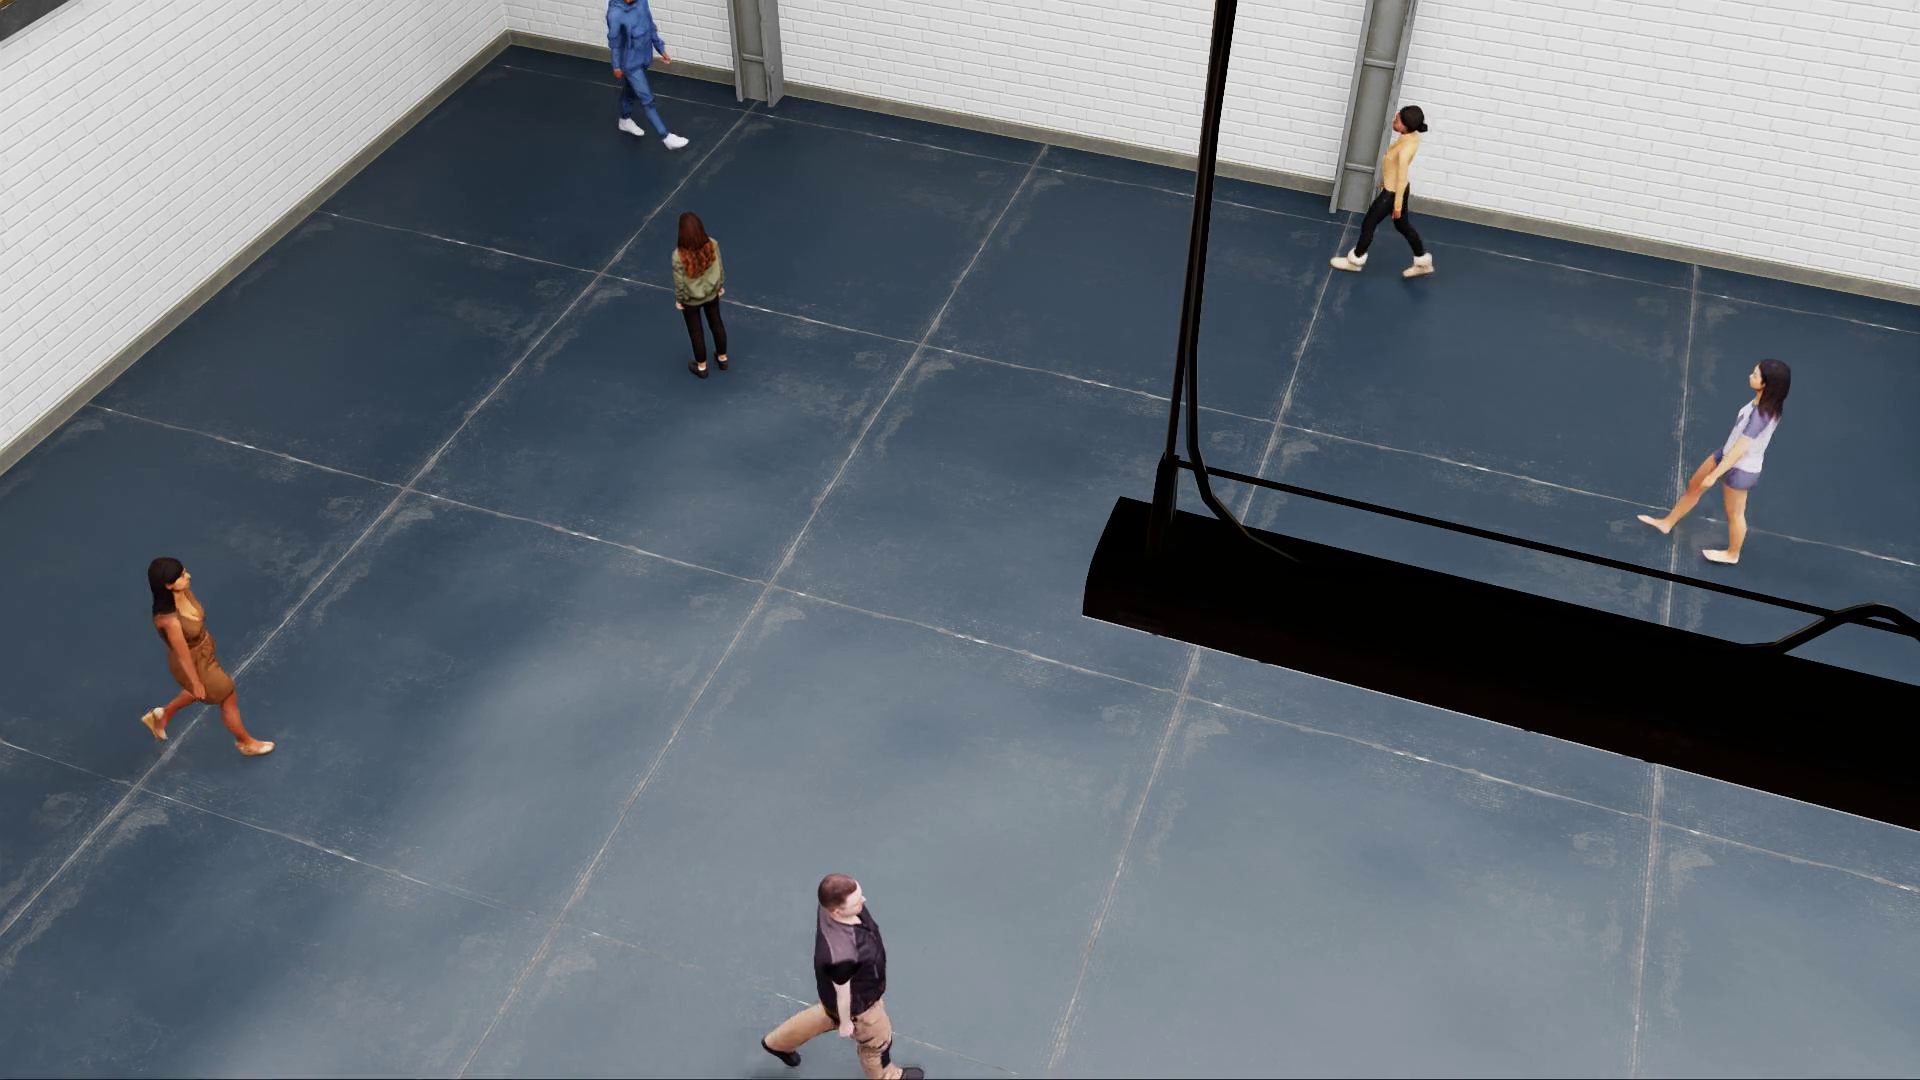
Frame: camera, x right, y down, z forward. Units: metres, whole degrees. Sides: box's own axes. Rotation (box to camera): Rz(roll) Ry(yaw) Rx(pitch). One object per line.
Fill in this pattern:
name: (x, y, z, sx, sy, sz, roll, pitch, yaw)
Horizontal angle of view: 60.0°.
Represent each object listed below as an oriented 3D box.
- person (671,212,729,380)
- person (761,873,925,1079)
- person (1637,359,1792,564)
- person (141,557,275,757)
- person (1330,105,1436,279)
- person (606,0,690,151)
person: (-2.040, -1.931, 13.060, 0.657, 1.475, 0.687, -25, 49, -24)
person: (-0.653, 2.258, 8.414, 1.197, 1.818, 0.975, -4, 44, -4)
person: (5.408, -0.482, 11.373, 0.953, 1.704, 0.634, 15, 46, 16)
person: (-4.727, 0.763, 10.098, 1.059, 1.659, 0.913, -6, 44, -7)
person: (3.732, -2.888, 13.954, 1.123, 1.628, 0.673, 19, 47, 19)
person: (-3.119, -4.540, 15.588, 1.178, 1.767, 0.788, 19, 47, 19)
